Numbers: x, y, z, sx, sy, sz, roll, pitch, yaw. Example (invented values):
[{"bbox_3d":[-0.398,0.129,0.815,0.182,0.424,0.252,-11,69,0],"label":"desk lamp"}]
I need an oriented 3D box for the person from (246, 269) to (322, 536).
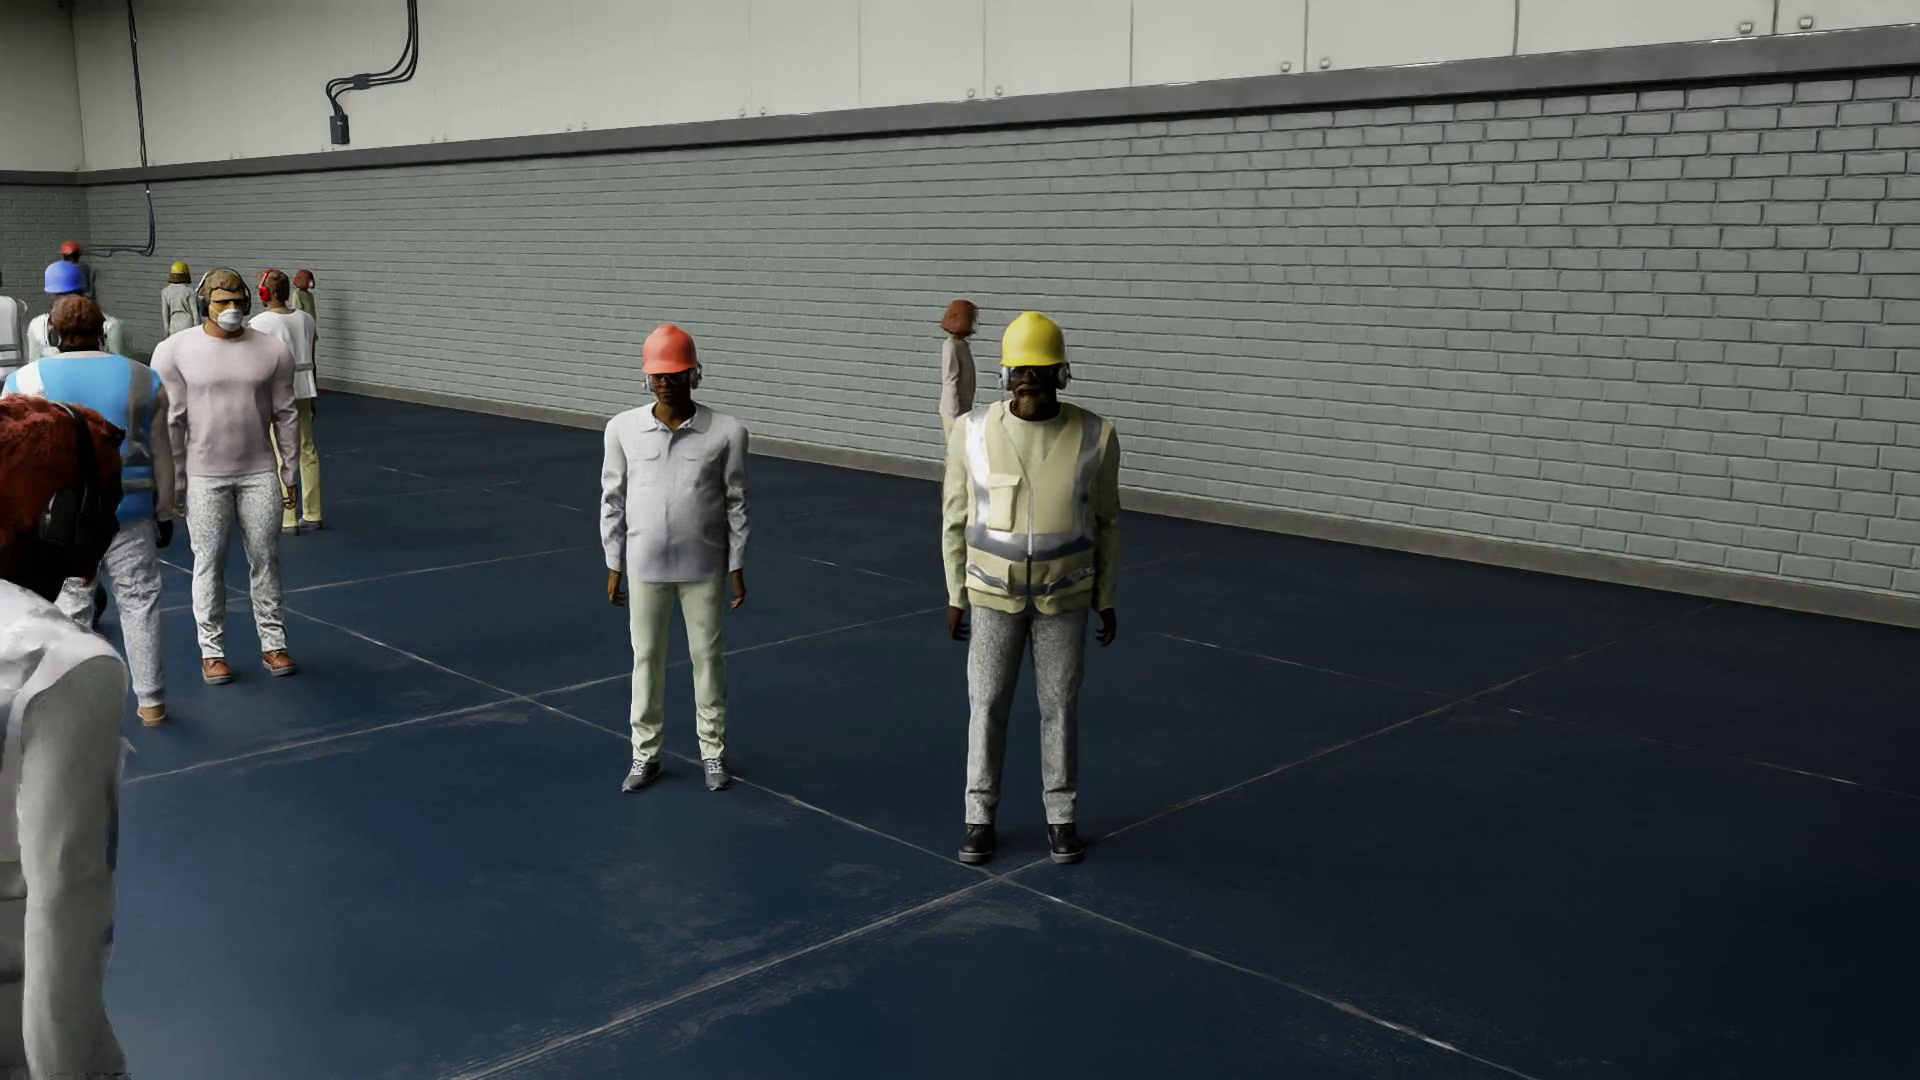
[{"bbox_3d":[-4.669,-0.945,11.525,0.389,1.847,0.563,4,11,22],"label":"person"}]

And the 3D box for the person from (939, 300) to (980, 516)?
[{"bbox_3d":[0.006,-0.862,11.674,0.291,1.628,0.530,2,11,10],"label":"person"}]

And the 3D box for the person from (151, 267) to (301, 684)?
[{"bbox_3d":[-3.394,-0.298,7.775,0.625,1.933,0.375,-7,13,-34],"label":"person"}]

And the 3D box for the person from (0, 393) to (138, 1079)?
[{"bbox_3d":[-1.532,0.715,2.493,0.627,1.854,0.872,6,12,30],"label":"person"}]

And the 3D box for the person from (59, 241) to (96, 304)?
[{"bbox_3d":[-12.925,-3.398,24.488,0.977,2.009,0.608,5,12,27],"label":"person"}]

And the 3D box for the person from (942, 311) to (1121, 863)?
[{"bbox_3d":[0.235,0.167,5.498,0.589,1.835,0.404,1,10,3],"label":"person"}]

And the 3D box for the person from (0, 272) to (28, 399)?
[{"bbox_3d":[-7.721,-1.298,13.350,0.338,1.882,0.583,5,12,26],"label":"person"}]

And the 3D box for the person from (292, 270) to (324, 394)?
[{"bbox_3d":[-8.490,-2.687,21.605,0.268,1.632,0.506,0,10,2],"label":"person"}]

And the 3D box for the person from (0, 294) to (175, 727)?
[{"bbox_3d":[-3.614,-0.099,6.949,0.627,1.836,0.429,-7,12,-32],"label":"person"}]

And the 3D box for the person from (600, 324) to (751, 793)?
[{"bbox_3d":[-1.063,0.075,6.220,0.559,1.752,0.325,-1,10,-3],"label":"person"}]

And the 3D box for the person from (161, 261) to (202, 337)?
[{"bbox_3d":[-9.938,-2.688,21.314,0.494,1.743,0.302,1,10,7],"label":"person"}]

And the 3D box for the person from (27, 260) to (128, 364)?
[{"bbox_3d":[-5.558,-0.811,10.582,0.627,1.928,0.594,0,10,0],"label":"person"}]
